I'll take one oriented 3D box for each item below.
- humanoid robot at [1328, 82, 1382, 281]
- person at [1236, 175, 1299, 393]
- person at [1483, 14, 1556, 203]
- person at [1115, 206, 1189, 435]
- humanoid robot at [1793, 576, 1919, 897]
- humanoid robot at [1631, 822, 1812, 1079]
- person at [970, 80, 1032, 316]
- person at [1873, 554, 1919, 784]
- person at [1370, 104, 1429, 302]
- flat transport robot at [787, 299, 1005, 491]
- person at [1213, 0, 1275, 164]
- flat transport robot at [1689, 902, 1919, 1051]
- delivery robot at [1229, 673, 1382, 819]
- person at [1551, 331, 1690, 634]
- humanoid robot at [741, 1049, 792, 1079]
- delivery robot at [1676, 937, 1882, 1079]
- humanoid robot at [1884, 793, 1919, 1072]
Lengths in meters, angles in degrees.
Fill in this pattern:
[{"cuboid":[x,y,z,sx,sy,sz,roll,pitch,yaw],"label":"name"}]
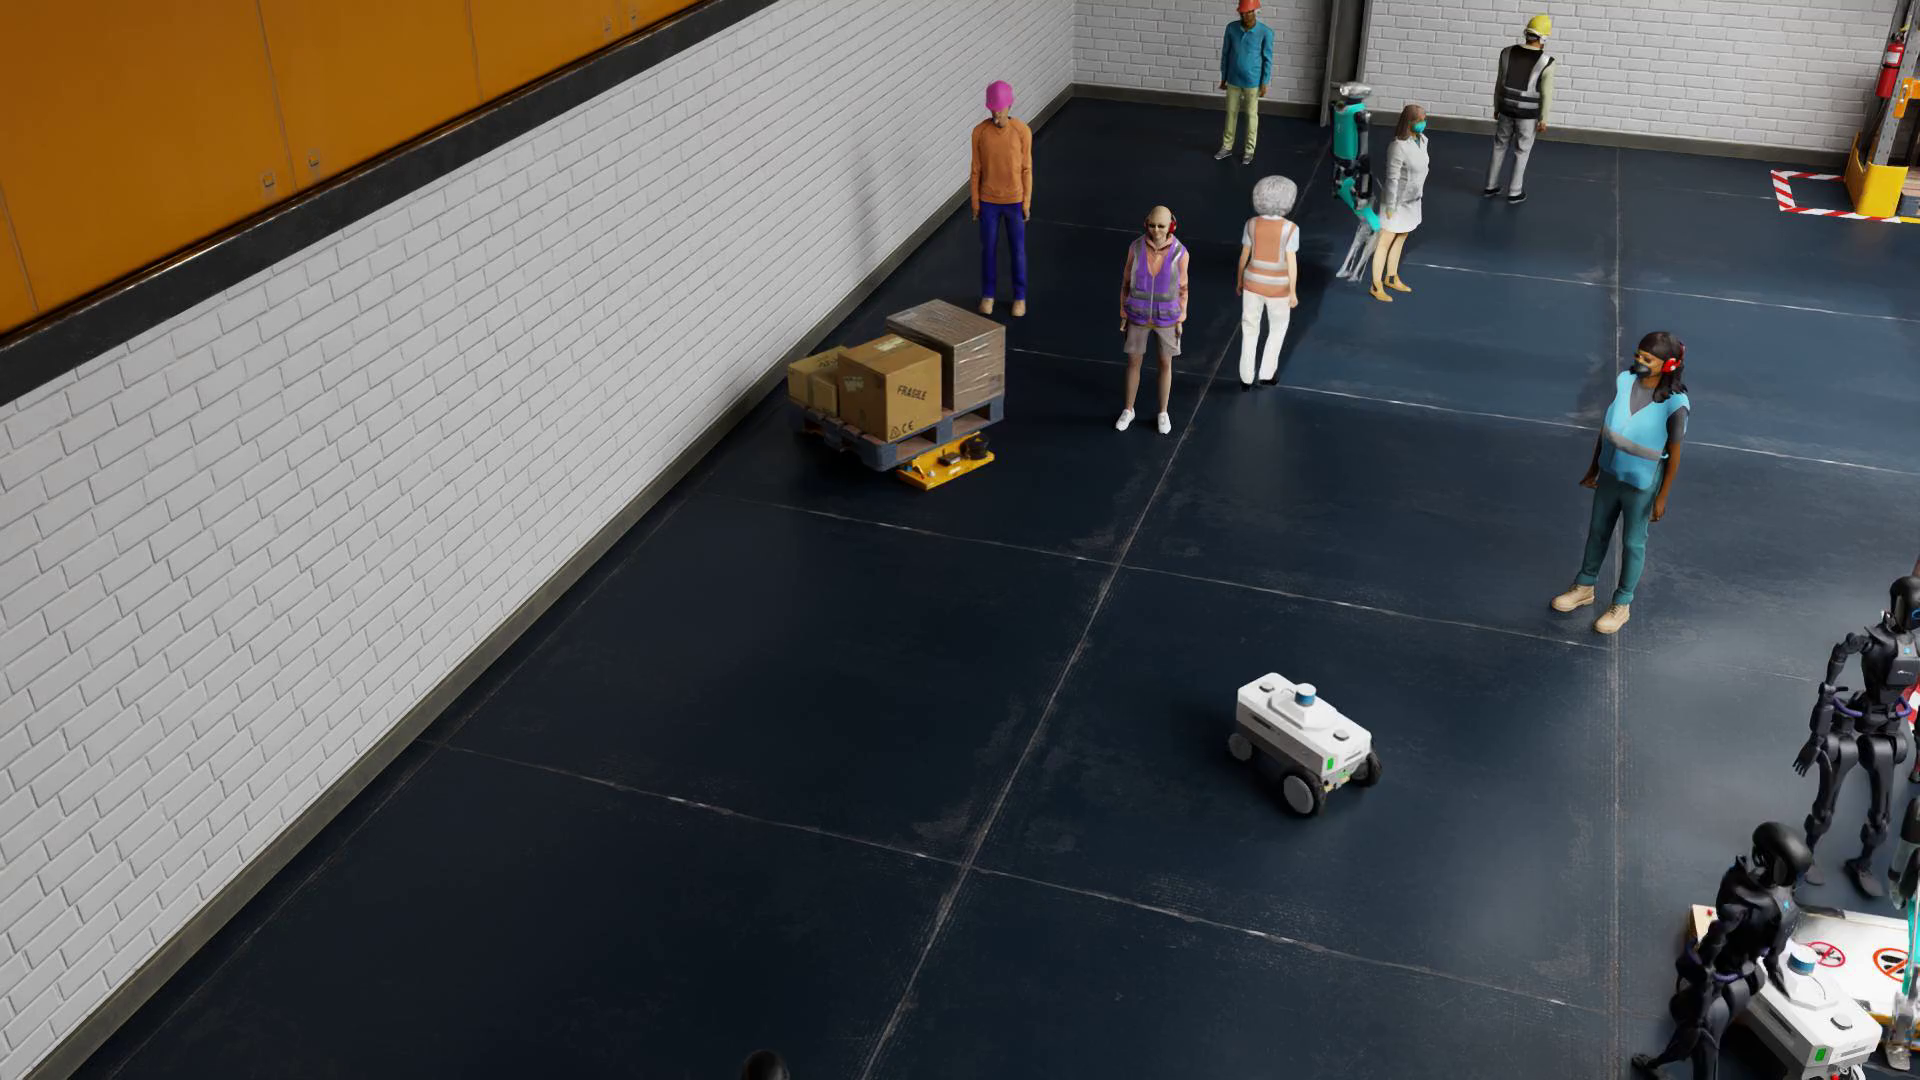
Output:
[{"cuboid":[3.502,-3.075,14.432,0.691,1.814,0.546,-11,32,-18],"label":"humanoid robot"},{"cuboid":[2.311,-1.907,12.469,0.489,1.678,0.372,15,33,23],"label":"person"},{"cuboid":[5.485,-4.198,16.243,0.403,1.817,0.598,-27,40,-38],"label":"person"},{"cuboid":[1.378,-1.574,11.897,0.477,1.693,0.350,6,31,11],"label":"person"},{"cuboid":[4.191,0.909,7.681,0.590,1.650,0.353,0,30,0],"label":"humanoid robot"},{"cuboid":[2.972,1.702,6.393,0.611,1.637,0.681,-19,36,-29],"label":"humanoid robot"},{"cuboid":[0.338,-2.815,13.739,0.516,1.975,0.402,3,31,6],"label":"person"},{"cuboid":[5.039,0.427,8.420,0.328,1.767,0.527,-14,33,-22],"label":"person"},{"cuboid":[3.760,-2.863,14.121,0.338,1.659,0.486,27,40,37],"label":"person"},{"cuboid":[-0.485,-0.769,11.933,0.659,0.231,1.431,-26,39,-37],"label":"flat transport robot"},{"cuboid":[2.961,-4.820,17.359,0.561,1.751,0.340,19,35,29],"label":"person"},{"cuboid":[4.020,1.943,7.319,1.431,0.231,0.659,8,31,13],"label":"flat transport robot"},{"cuboid":[1.774,1.030,8.606,0.499,0.610,0.814,-21,36,-31],"label":"delivery robot"},{"cuboid":[3.879,-0.338,9.625,0.396,1.866,0.529,-18,35,-27],"label":"person"},{"cuboid":[-0.606,2.281,5.401,0.600,1.621,0.791,-12,33,-20],"label":"humanoid robot"},{"cuboid":[3.481,1.953,7.007,0.499,0.581,0.774,-9,32,-15],"label":"delivery robot"},{"cuboid":[3.990,1.512,6.640,0.539,1.810,0.724,14,33,23],"label":"humanoid robot"}]
